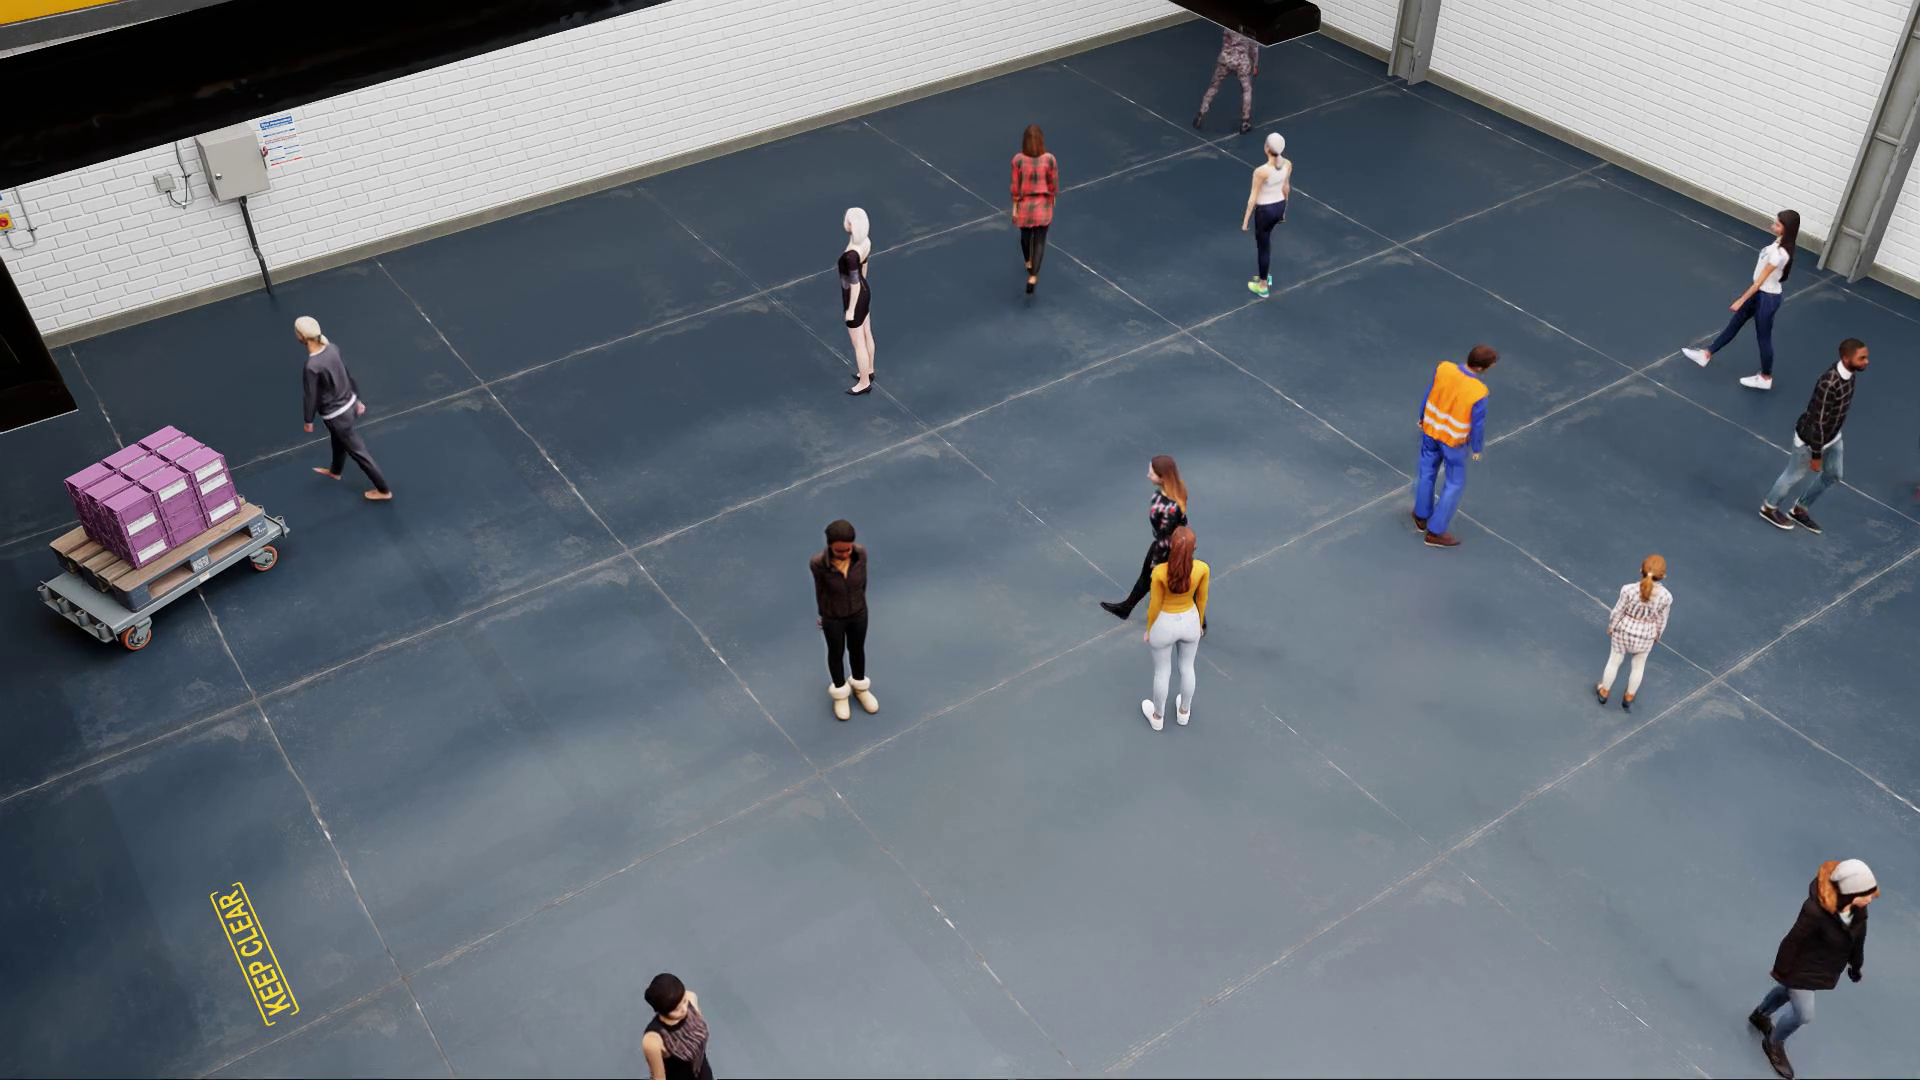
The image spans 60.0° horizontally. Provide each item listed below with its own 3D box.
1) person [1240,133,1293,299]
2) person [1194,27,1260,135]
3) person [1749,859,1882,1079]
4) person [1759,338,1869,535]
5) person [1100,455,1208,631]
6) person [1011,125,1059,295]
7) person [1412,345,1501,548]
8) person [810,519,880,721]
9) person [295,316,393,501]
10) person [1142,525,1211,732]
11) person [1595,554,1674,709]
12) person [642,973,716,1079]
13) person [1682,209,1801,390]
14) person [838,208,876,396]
[{"bbox_3d":[3.058,-3.116,16.174,0.613,1.696,0.576,-22,44,-25],"label":"person"},{"bbox_3d":[3.205,-5.512,19.172,0.887,1.697,1.011,17,42,20],"label":"person"},{"bbox_3d":[4.768,2.319,9.428,0.648,1.620,0.673,-20,43,-23],"label":"person"},{"bbox_3d":[6.746,-0.866,13.271,0.712,1.802,0.733,-28,46,-30],"label":"person"},{"bbox_3d":[1.650,0.067,12.240,1.074,1.629,1.080,4,39,5],"label":"person"},{"bbox_3d":[0.718,-3.211,16.312,1.066,1.671,1.122,6,39,8],"label":"person"},{"bbox_3d":[3.836,-0.818,13.190,0.628,1.828,0.886,21,43,24],"label":"person"},{"bbox_3d":[-0.820,0.501,11.672,0.650,1.660,0.603,-23,44,-26],"label":"person"},{"bbox_3d":[-4.989,-1.041,13.581,1.066,1.687,1.015,5,39,6],"label":"person"},{"bbox_3d":[1.486,0.608,11.466,0.662,1.751,0.682,-5,39,-6],"label":"person"},{"bbox_3d":[4.781,0.643,11.775,0.593,1.311,0.672,11,40,14],"label":"person"},{"bbox_3d":[-1.533,2.814,8.832,0.862,1.591,0.750,20,43,23],"label":"person"},{"bbox_3d":[7.290,-2.100,14.866,1.126,1.739,0.944,15,41,18],"label":"person"},{"bbox_3d":[-0.913,-2.132,14.833,0.700,1.830,0.650,8,39,10],"label":"person"}]
